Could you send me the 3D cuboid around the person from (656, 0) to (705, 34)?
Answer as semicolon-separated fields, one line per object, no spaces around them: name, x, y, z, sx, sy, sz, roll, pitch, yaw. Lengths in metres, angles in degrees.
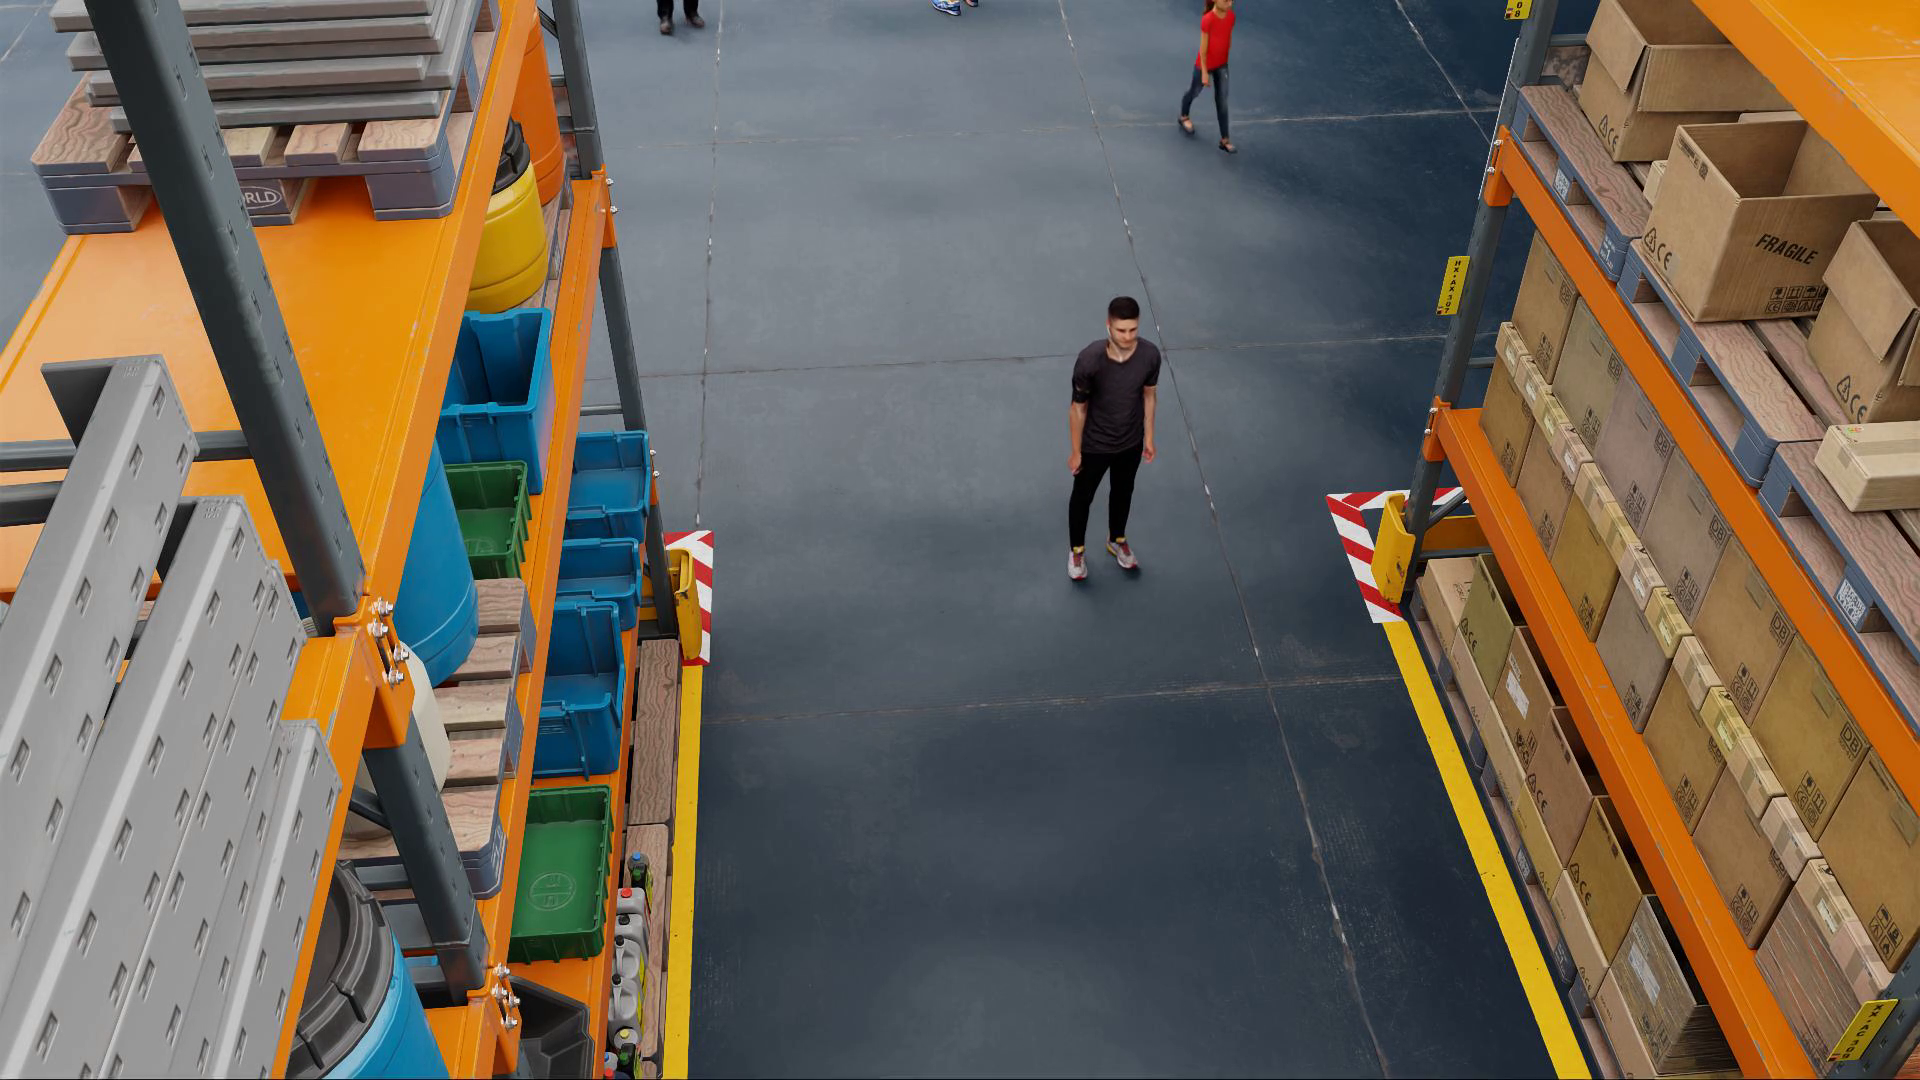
person;-2.402;-5.160;13.854;0.711;1.818;0.649;-14;44;-15

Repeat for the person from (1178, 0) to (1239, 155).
person;1.847;-3.603;12.543;0.687;1.276;0.962;-18;45;-19

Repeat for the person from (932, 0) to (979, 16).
person;-0.007;-5.420;14.104;0.706;1.869;0.744;-32;51;-30

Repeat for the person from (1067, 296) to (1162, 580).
person;0.804;-0.545;8.814;0.682;1.763;0.595;-11;43;-12
